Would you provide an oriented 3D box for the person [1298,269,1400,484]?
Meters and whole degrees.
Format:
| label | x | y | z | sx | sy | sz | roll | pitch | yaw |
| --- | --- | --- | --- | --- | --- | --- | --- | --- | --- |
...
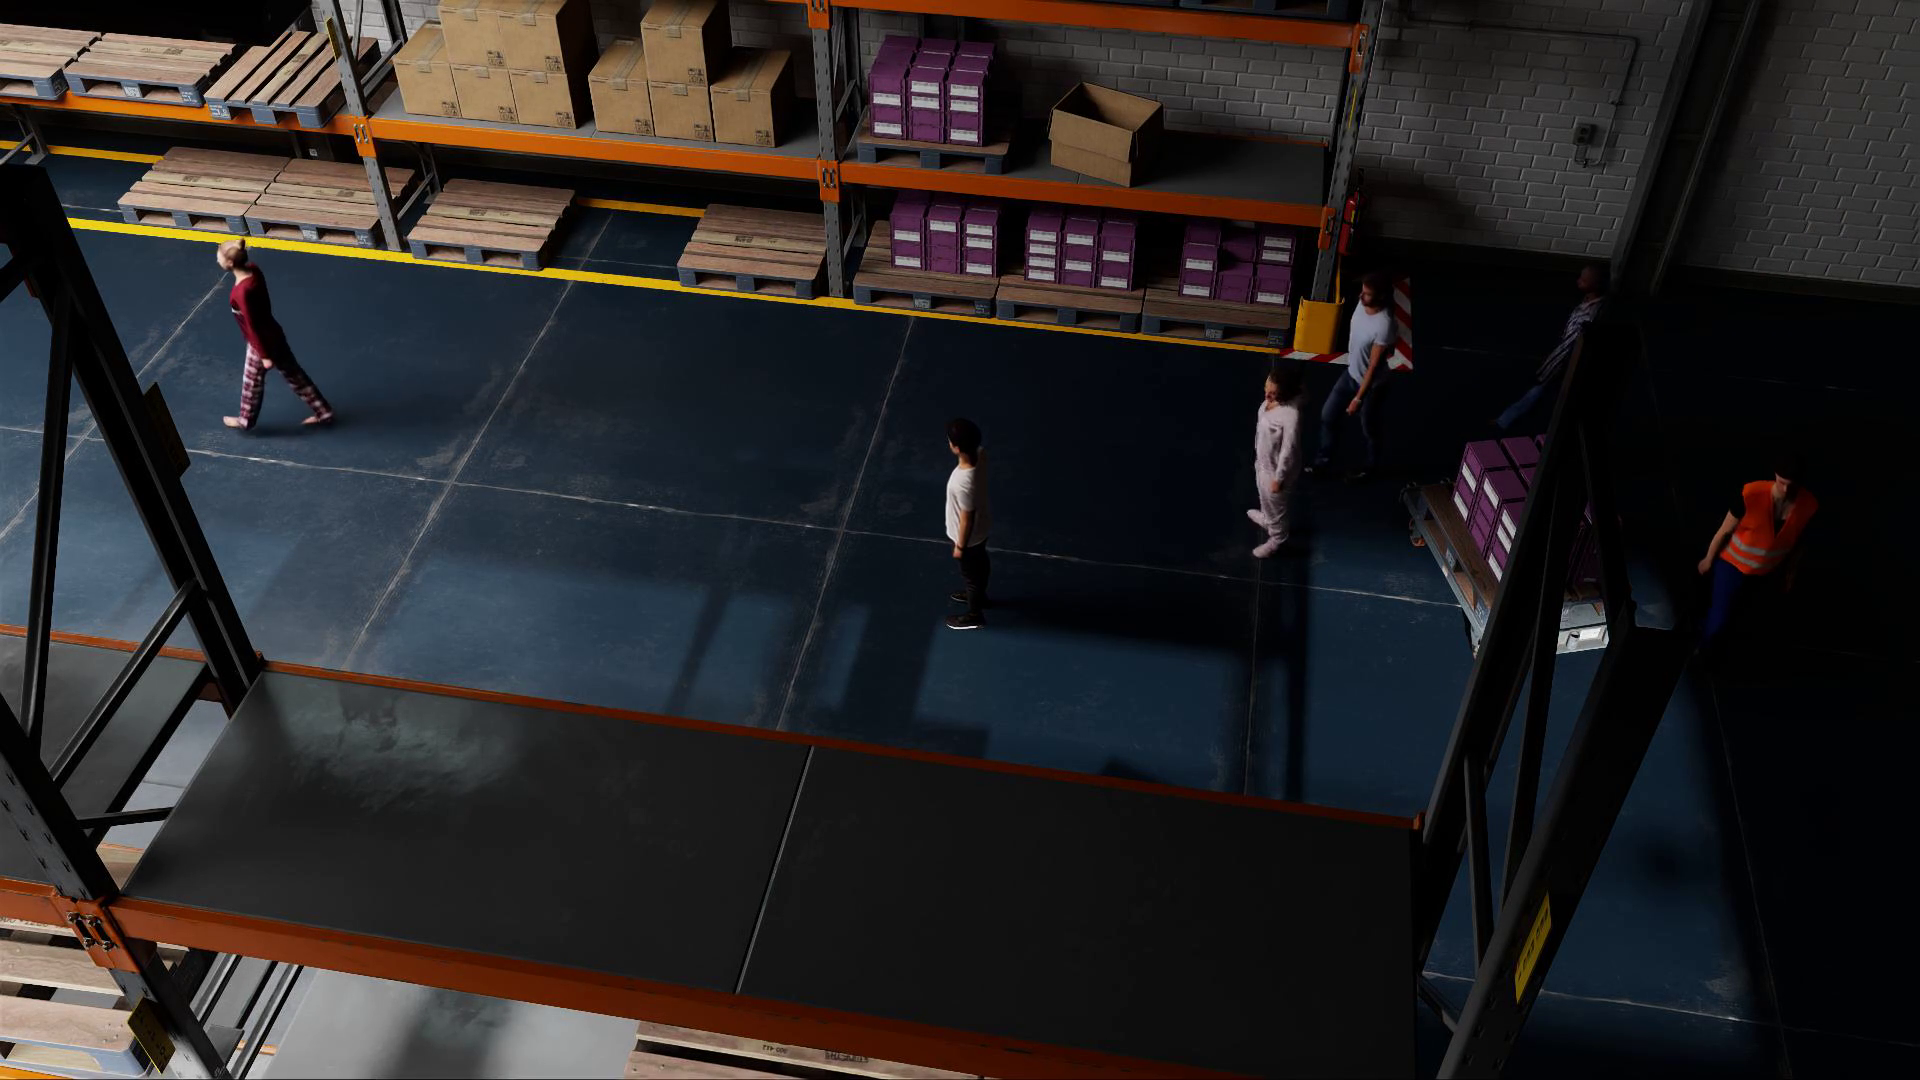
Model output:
| label | x | y | z | sx | sy | sz | roll | pitch | yaw |
| --- | --- | --- | --- | --- | --- | --- | --- | --- | --- |
| person | 2.984 | -1.161 | 11.885 | 1.015 | 1.843 | 0.894 | -15 | 46 | -15 |

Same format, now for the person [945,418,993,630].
| label | x | y | z | sx | sy | sz | roll | pitch | yaw |
| --- | --- | --- | --- | --- | --- | --- | --- | --- | --- |
| person | 0.069 | -0.107 | 10.869 | 0.520 | 1.718 | 0.616 | 8 | 44 | 9 |

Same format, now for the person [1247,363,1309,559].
| label | x | y | z | sx | sy | sz | roll | pitch | yaw |
| --- | --- | --- | --- | --- | --- | --- | --- | --- | --- |
| person | 2.195 | -0.578 | 11.401 | 0.679 | 1.667 | 0.815 | 5 | 44 | 5 |

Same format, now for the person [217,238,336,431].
| label | x | y | z | sx | sy | sz | roll | pitch | yaw |
| --- | --- | --- | --- | --- | --- | --- | --- | --- | --- |
| person | -5.087 | -1.496 | 12.369 | 1.119 | 1.660 | 0.835 | -5 | 44 | -5 |

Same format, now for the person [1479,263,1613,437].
| label | x | y | z | sx | sy | sz | roll | pitch | yaw |
| --- | --- | --- | --- | --- | --- | --- | --- | --- | --- |
| person | 4.524 | -1.194 | 11.983 | 1.152 | 1.756 | 0.752 | 16 | 46 | 16 |

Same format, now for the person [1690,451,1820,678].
| label | x | y | z | sx | sy | sz | roll | pitch | yaw |
| --- | --- | --- | --- | --- | --- | --- | --- | --- | --- |
| person | 4.981 | 0.072 | 10.575 | 0.671 | 1.864 | 0.808 | 2 | 44 | 2 |
